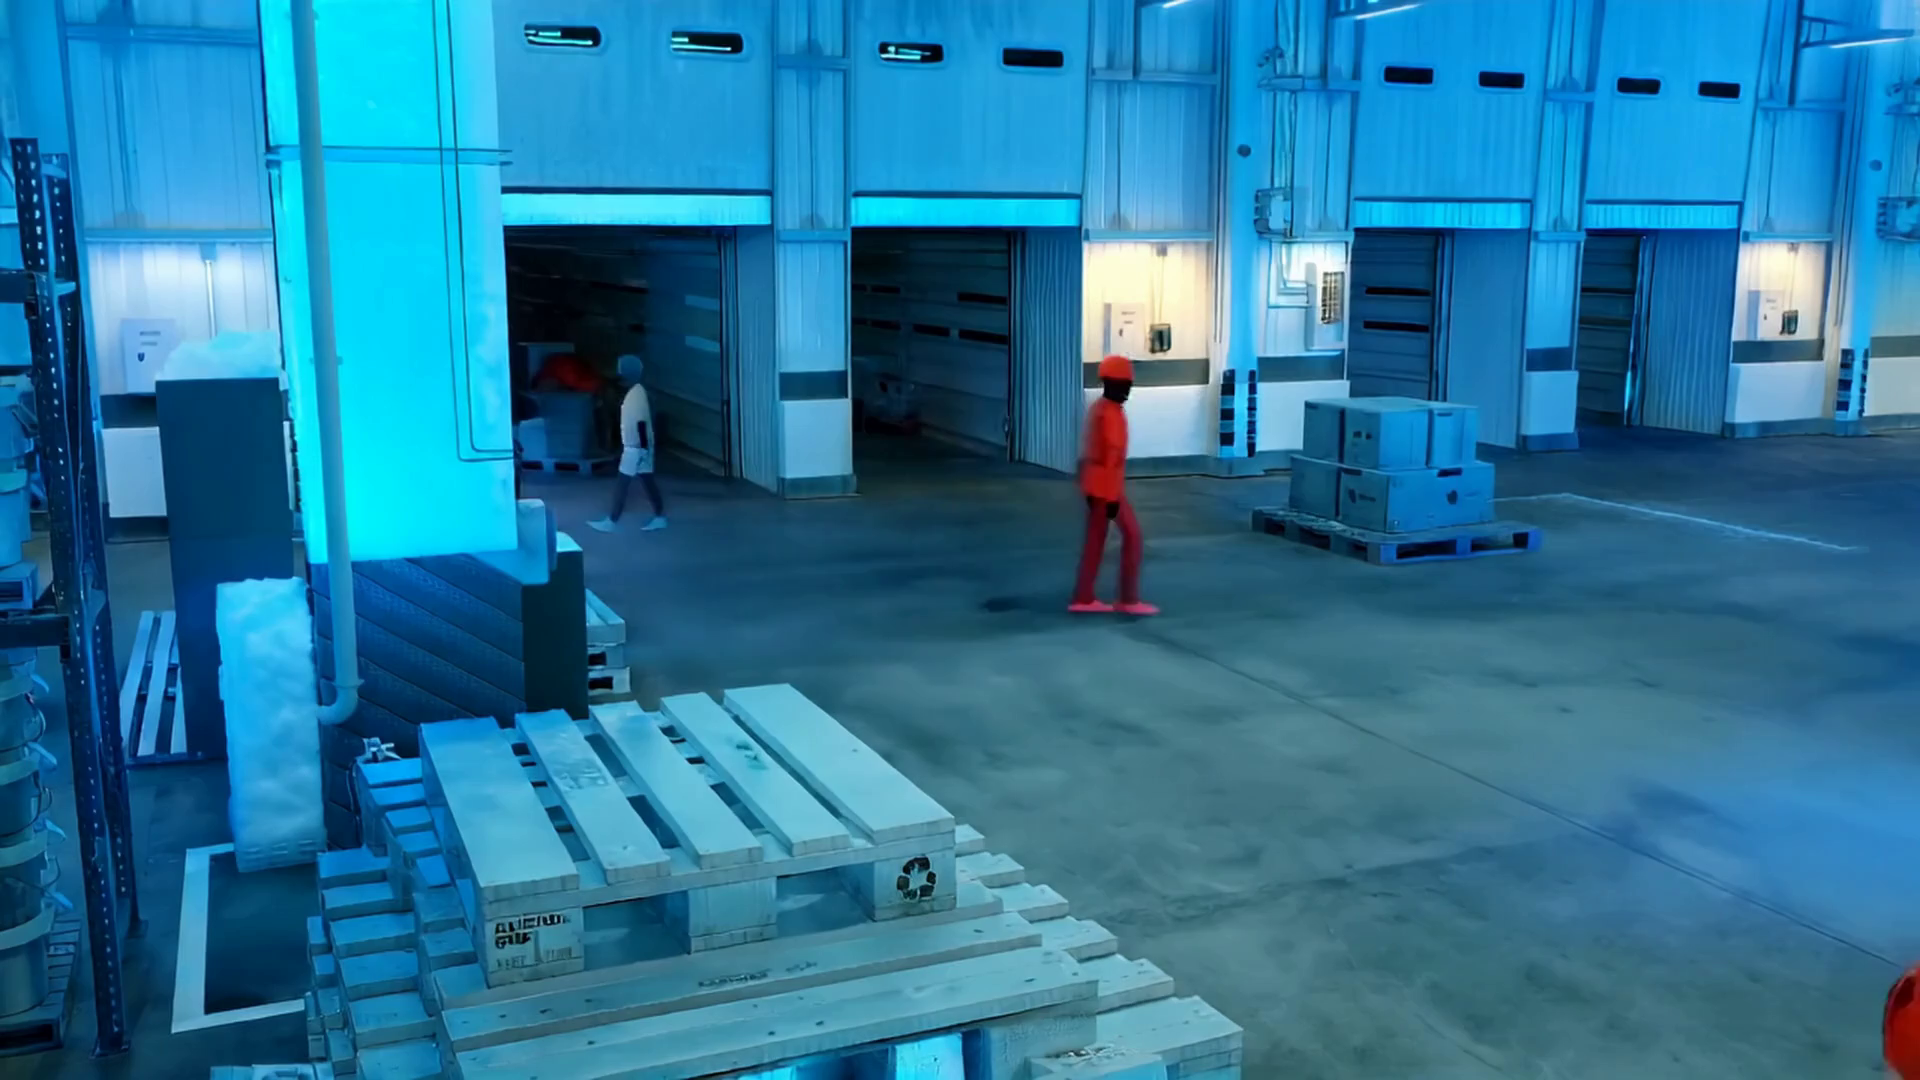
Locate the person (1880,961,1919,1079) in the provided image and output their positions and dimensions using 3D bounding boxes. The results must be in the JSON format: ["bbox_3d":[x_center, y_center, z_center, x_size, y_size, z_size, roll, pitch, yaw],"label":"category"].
[{"bbox_3d":[1.285,1.436,2.118,0.701,1.858,1.058,5,12,27],"label":"person"}]

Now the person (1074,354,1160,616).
[{"bbox_3d":[1.159,-0.390,12.020,0.741,1.898,0.602,-2,10,-11],"label":"person"}]

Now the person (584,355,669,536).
[{"bbox_3d":[-3.084,-0.863,15.283,0.825,1.655,0.554,-2,11,-12],"label":"person"}]
